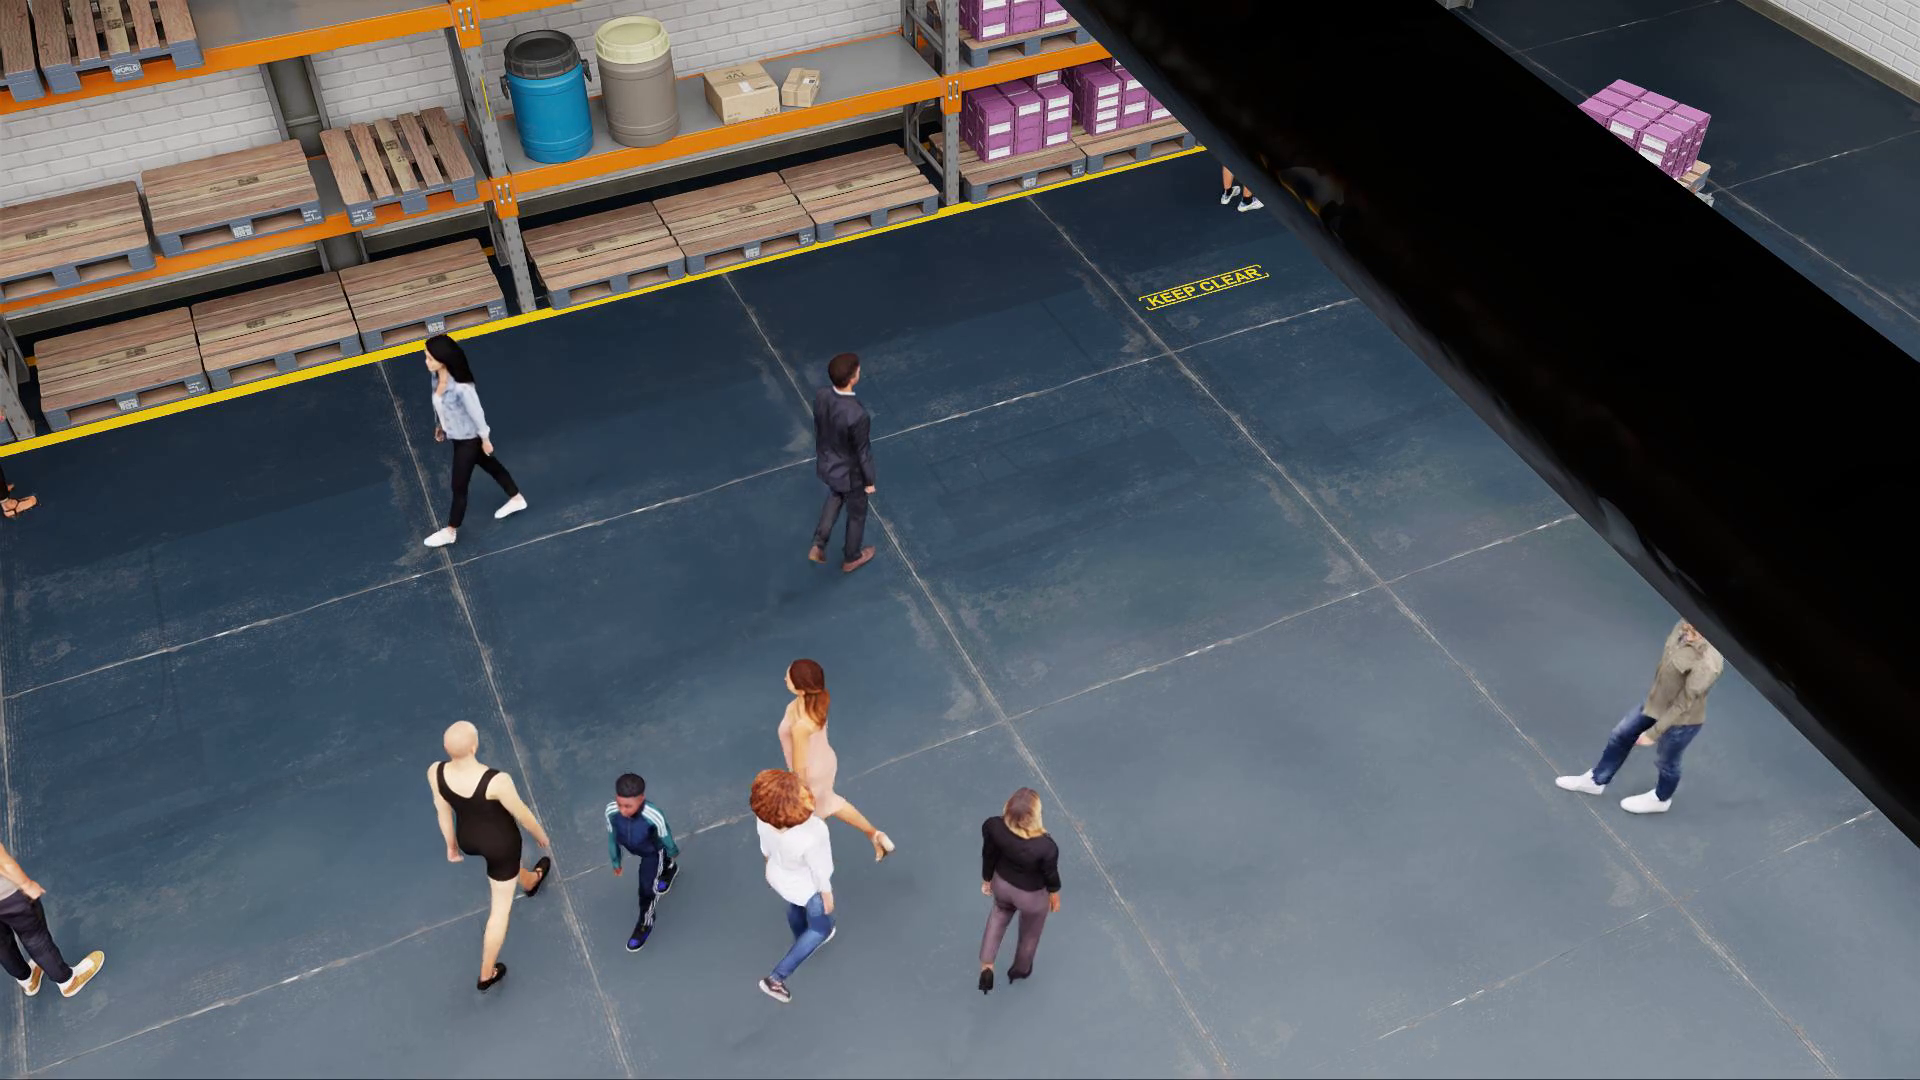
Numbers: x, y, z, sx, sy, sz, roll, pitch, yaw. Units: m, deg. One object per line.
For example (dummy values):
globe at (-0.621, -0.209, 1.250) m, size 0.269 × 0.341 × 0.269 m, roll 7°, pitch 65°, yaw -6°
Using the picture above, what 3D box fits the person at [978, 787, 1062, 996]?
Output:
person at (0.284, 1.961, 8.939) m, size 0.783 × 1.665 × 0.855 m, roll 23°, pitch 48°, yaw 22°

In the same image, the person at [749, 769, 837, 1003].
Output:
person at (-0.934, 1.882, 8.993) m, size 0.820 × 1.704 × 0.980 m, roll 34°, pitch 53°, yaw 31°

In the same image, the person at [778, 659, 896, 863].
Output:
person at (-0.766, 1.339, 9.484) m, size 1.026 × 1.815 × 0.934 m, roll 10°, pitch 45°, yaw 10°

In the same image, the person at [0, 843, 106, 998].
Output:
person at (-5.202, 1.844, 8.897) m, size 0.701 × 1.893 × 0.799 m, roll 7°, pitch 44°, yaw 7°

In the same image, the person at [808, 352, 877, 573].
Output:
person at (-0.850, -0.457, 11.341) m, size 0.833 × 1.852 × 0.919 m, roll 29°, pitch 51°, yaw 27°

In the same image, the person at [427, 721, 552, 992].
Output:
person at (-2.618, 1.733, 9.102) m, size 1.217 × 1.770 × 1.219 m, roll 11°, pitch 45°, yaw 12°

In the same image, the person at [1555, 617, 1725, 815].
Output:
person at (4.293, 1.013, 9.806) m, size 1.055 × 1.841 × 0.927 m, roll 0°, pitch 44°, yaw 0°

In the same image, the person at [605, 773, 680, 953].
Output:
person at (-1.777, 1.705, 9.532) m, size 0.869 × 1.217 × 0.929 m, roll 13°, pitch 45°, yaw 13°

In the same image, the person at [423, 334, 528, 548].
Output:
person at (-3.417, -0.766, 11.799) m, size 1.111 × 1.669 × 0.792 m, roll -30°, pitch 51°, yaw -28°
